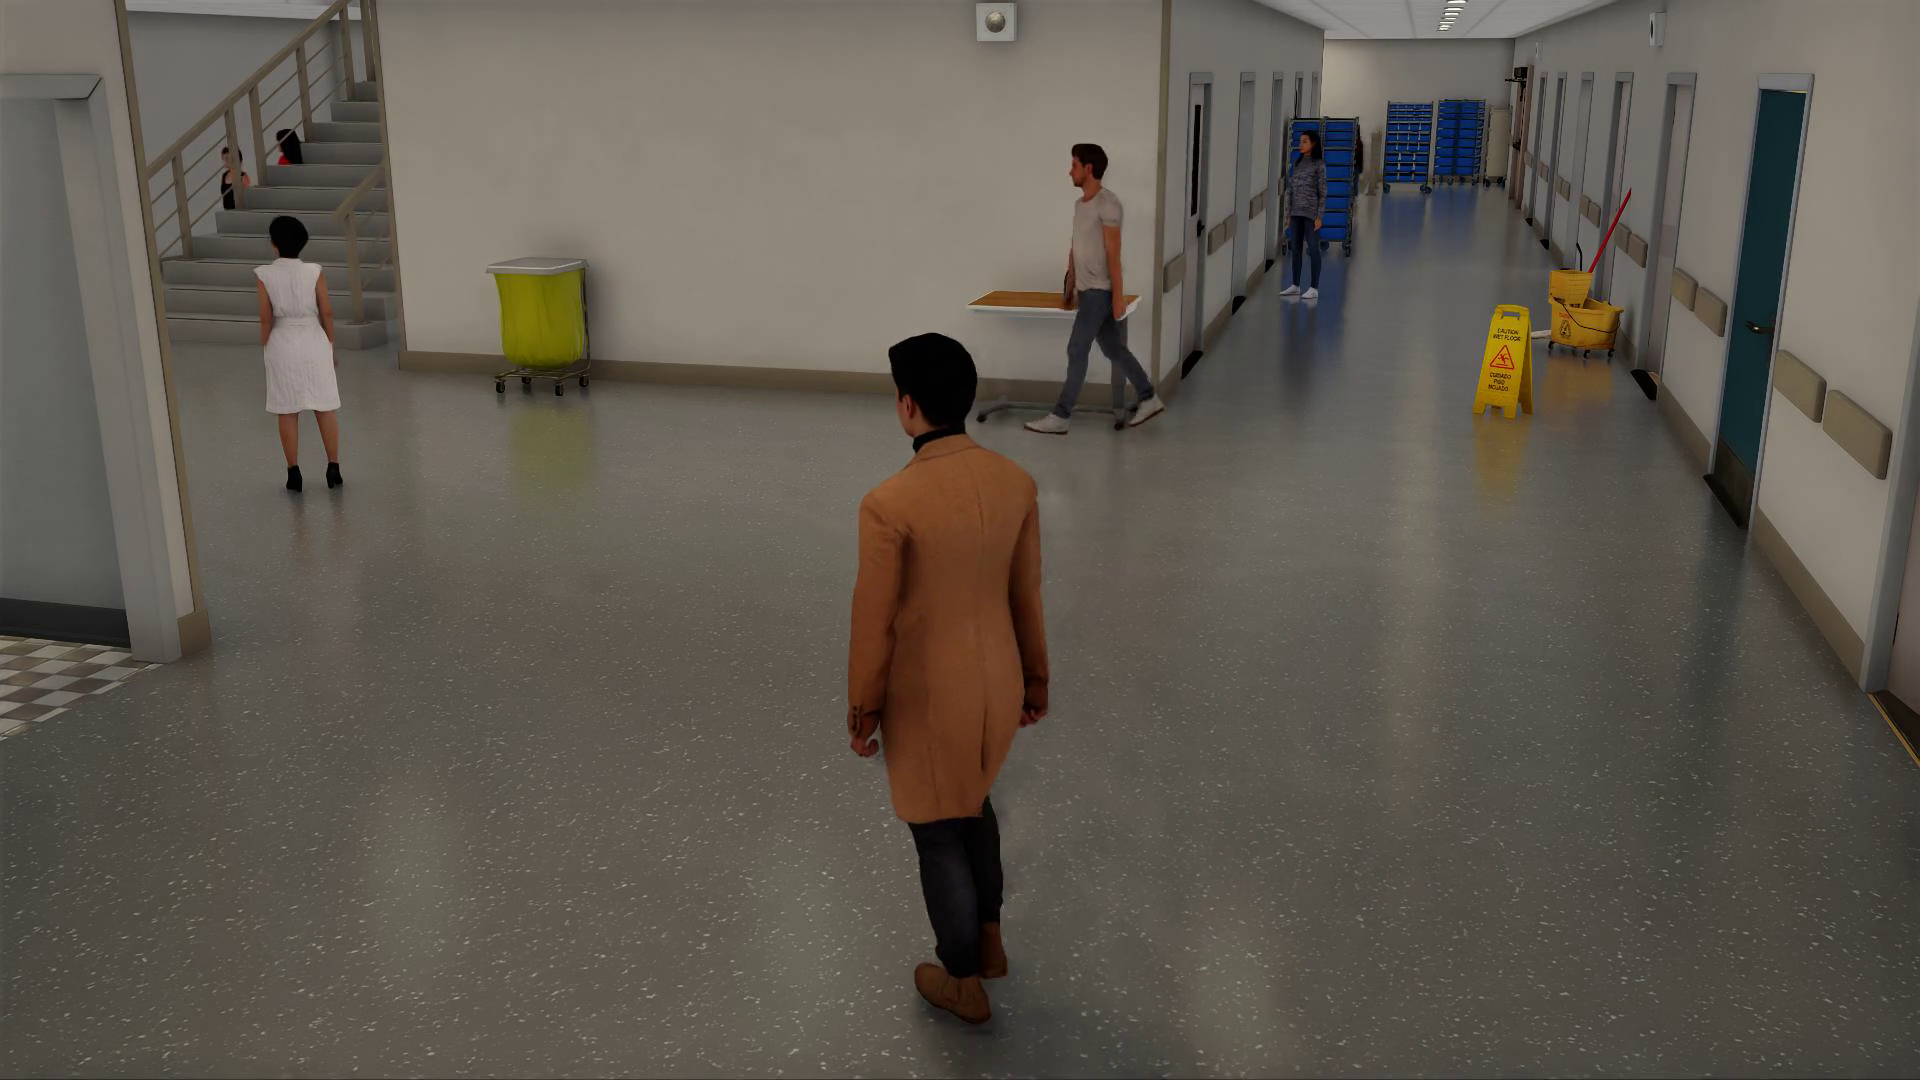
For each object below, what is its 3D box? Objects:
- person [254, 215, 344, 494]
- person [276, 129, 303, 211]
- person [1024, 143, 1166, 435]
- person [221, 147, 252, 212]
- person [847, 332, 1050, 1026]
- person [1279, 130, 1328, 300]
[{"bbox_3d":[-3.735,-1.052,9.398,0.649,1.554,0.695,-7,17,-24],"label":"person"},{"bbox_3d":[-6.900,-3.386,17.324,0.699,1.746,0.590,2,16,7],"label":"person"},{"bbox_3d":[0.978,-1.587,10.779,1.202,1.836,1.267,-6,17,-20],"label":"person"},{"bbox_3d":[-7.746,-3.468,18.038,0.618,1.517,1.006,6,17,20],"label":"person"},{"bbox_3d":[0.029,0.376,3.963,0.816,1.713,0.883,-10,19,-32],"label":"person"},{"bbox_3d":[3.653,-3.431,17.512,0.726,1.731,0.686,-11,19,-34],"label":"person"}]
